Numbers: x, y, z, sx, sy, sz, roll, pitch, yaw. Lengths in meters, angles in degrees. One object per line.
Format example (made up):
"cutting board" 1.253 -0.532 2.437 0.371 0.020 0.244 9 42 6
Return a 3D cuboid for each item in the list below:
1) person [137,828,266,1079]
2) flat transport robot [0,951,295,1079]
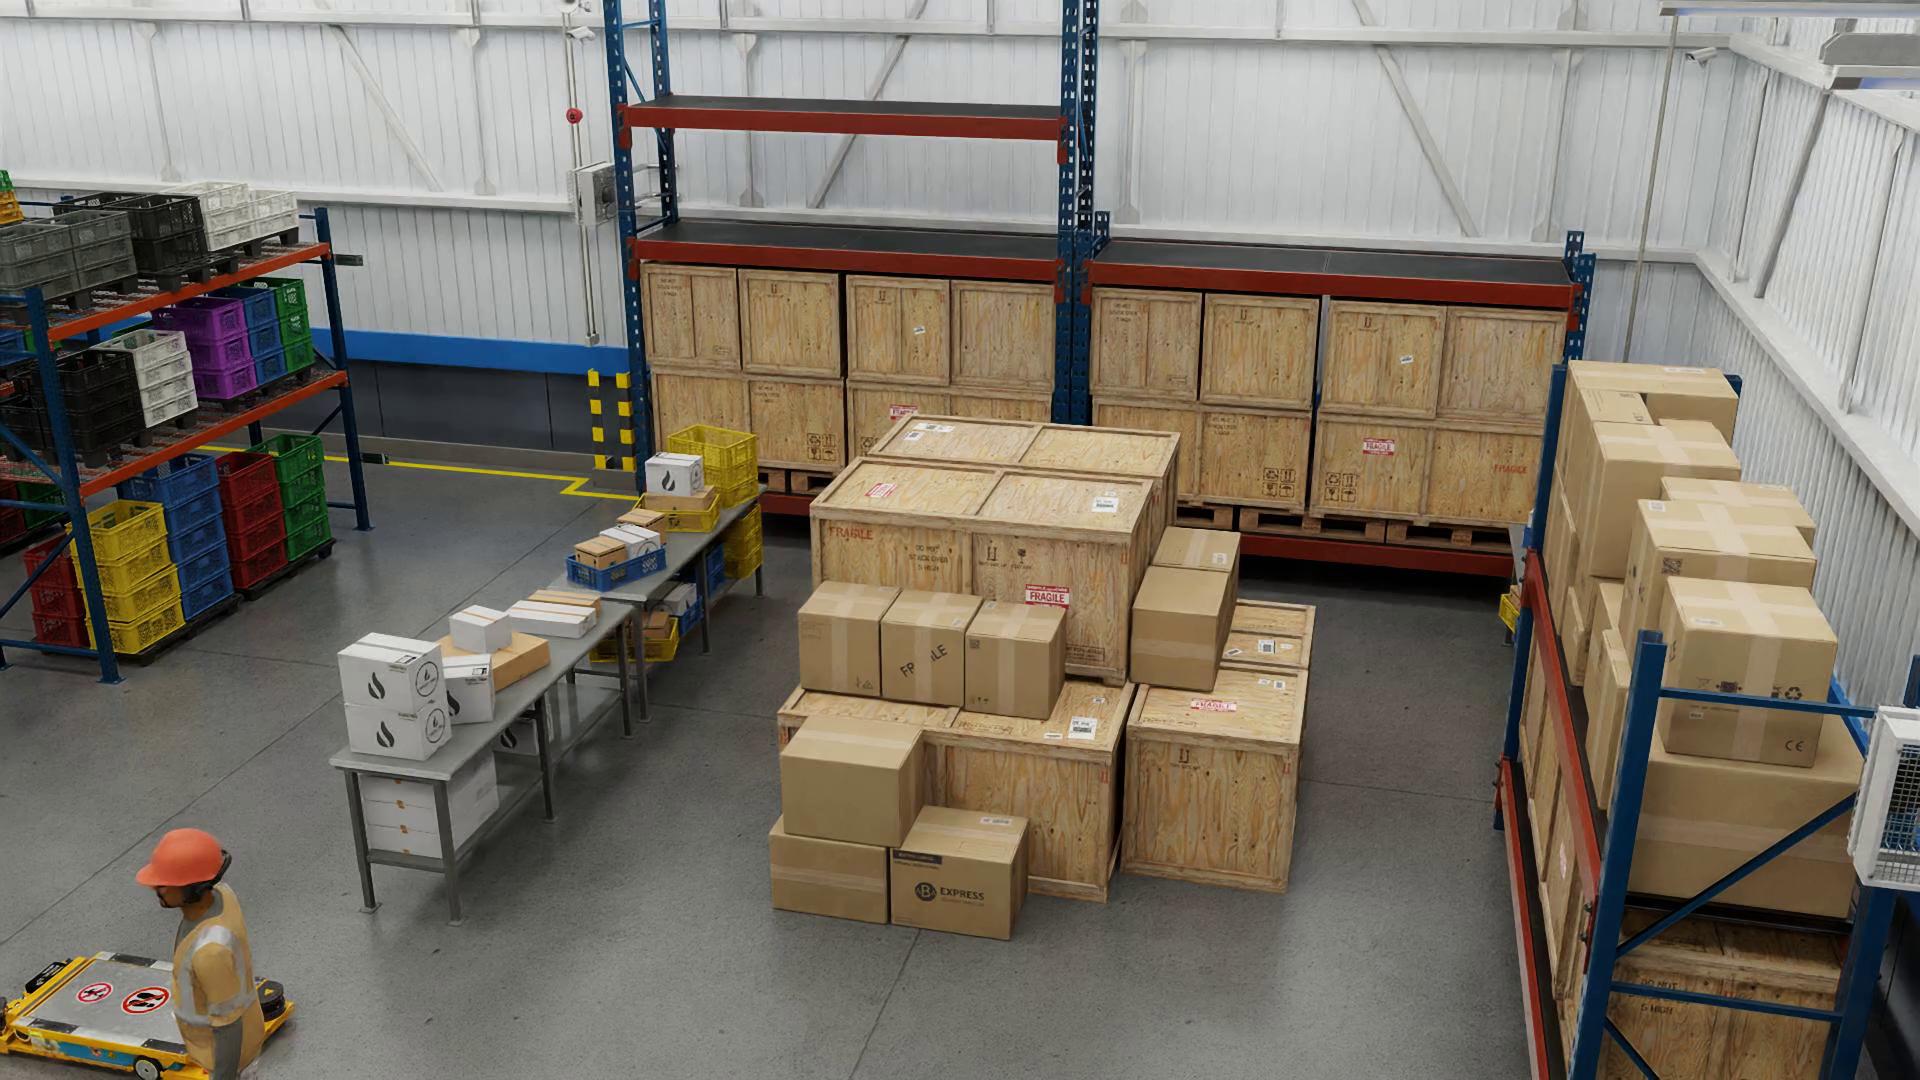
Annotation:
"person" -3.126 2.118 7.019 0.366 2.048 0.605 -10 23 -23
"flat transport robot" -4.270 2.464 8.601 1.431 0.231 0.659 5 22 13
